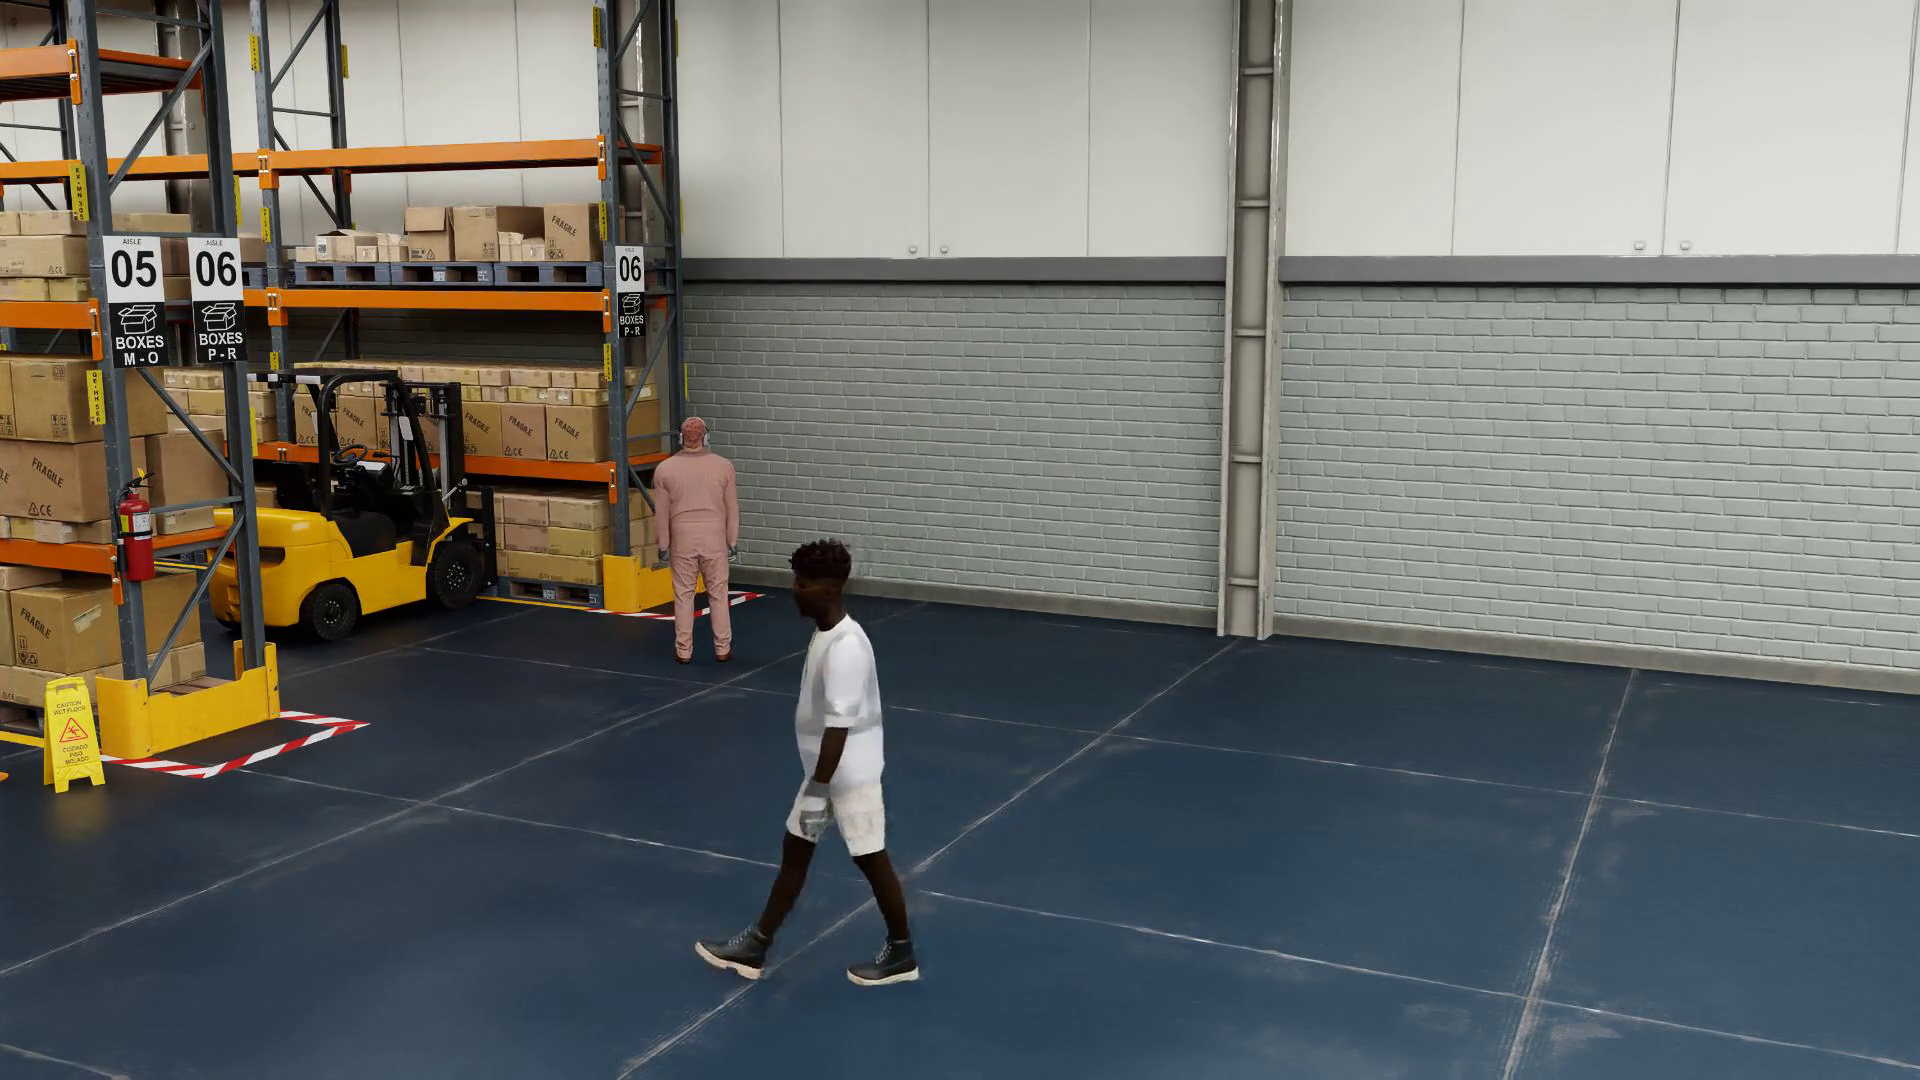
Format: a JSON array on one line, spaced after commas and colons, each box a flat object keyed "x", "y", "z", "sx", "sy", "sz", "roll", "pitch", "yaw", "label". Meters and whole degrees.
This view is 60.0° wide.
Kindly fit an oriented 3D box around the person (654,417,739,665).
[{"x": -2.016, "y": 0.007, "z": 12.789, "sx": 0.637, "sy": 1.911, "sz": 0.406, "roll": -2, "pitch": 9, "yaw": -9, "label": "person"}]

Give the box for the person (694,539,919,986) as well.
[{"x": -0.619, "y": 0.955, "z": 6.923, "sx": 0.973, "sy": 1.915, "sz": 0.634, "roll": -2, "pitch": 10, "yaw": -13, "label": "person"}]
